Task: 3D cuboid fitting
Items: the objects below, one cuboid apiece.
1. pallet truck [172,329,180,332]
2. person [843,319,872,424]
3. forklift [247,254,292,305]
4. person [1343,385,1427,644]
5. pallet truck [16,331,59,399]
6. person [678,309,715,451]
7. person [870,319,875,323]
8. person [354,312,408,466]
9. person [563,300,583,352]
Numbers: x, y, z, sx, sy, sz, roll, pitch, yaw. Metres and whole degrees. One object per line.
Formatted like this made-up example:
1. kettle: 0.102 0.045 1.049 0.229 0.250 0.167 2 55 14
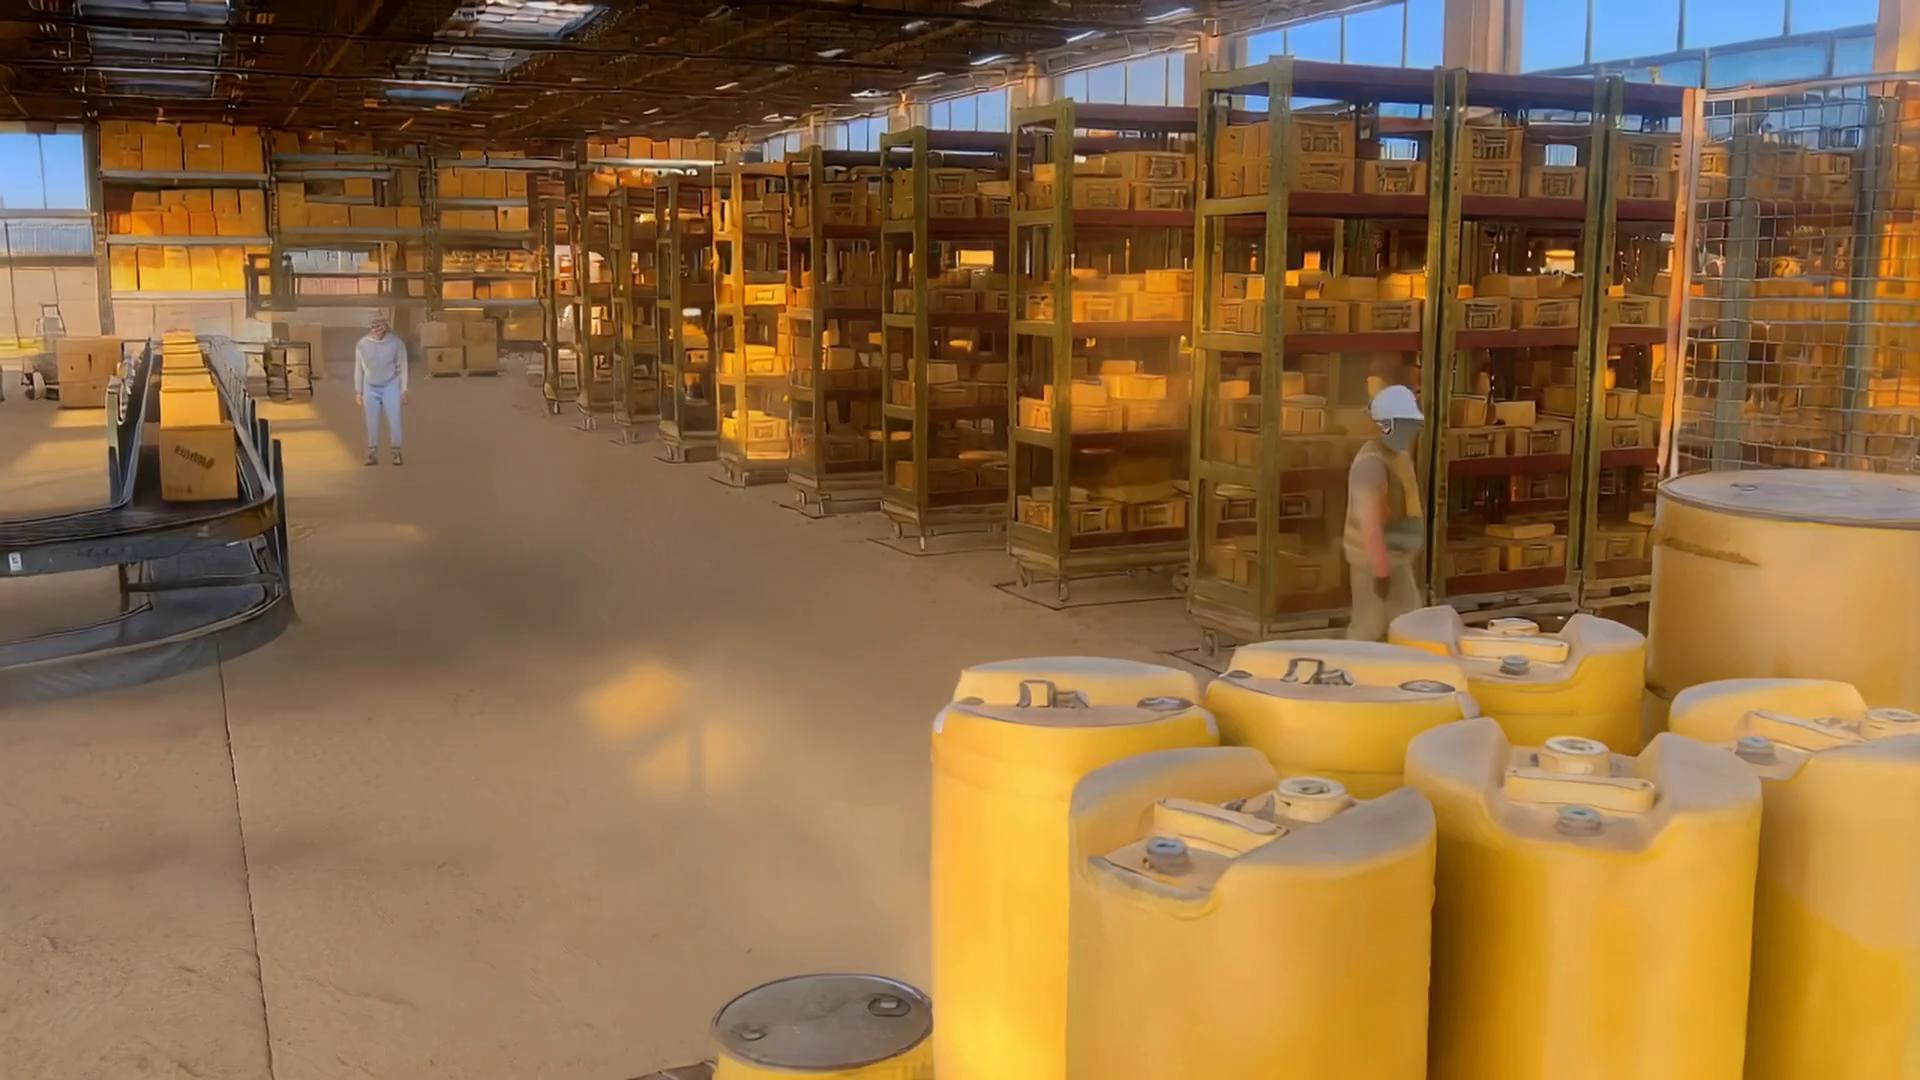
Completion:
1. pallet truck: -17.275 -3.851 35.096 1.601 1.201 0.680 0 9 1
2. person: -1.317 -2.219 23.132 0.866 1.812 0.600 -5 10 -29
3. forklift: -16.039 -5.269 38.778 1.129 2.768 1.873 -4 10 -25
4. person: 2.298 0.085 8.857 0.529 1.811 0.617 5 10 28
5. pallet truck: -17.082 -3.353 31.781 1.630 1.274 0.653 -4 10 -25
6. person: -3.608 -2.198 22.466 0.612 1.995 0.379 7 11 37
7. person: -2.765 -7.111 53.206 0.553 1.914 0.788 -7 12 -37
8. person: -7.212 -1.874 20.711 0.641 1.913 0.407 -1 9 -6
9. person: -9.372 -5.058 40.403 0.610 1.936 0.414 4 10 22
